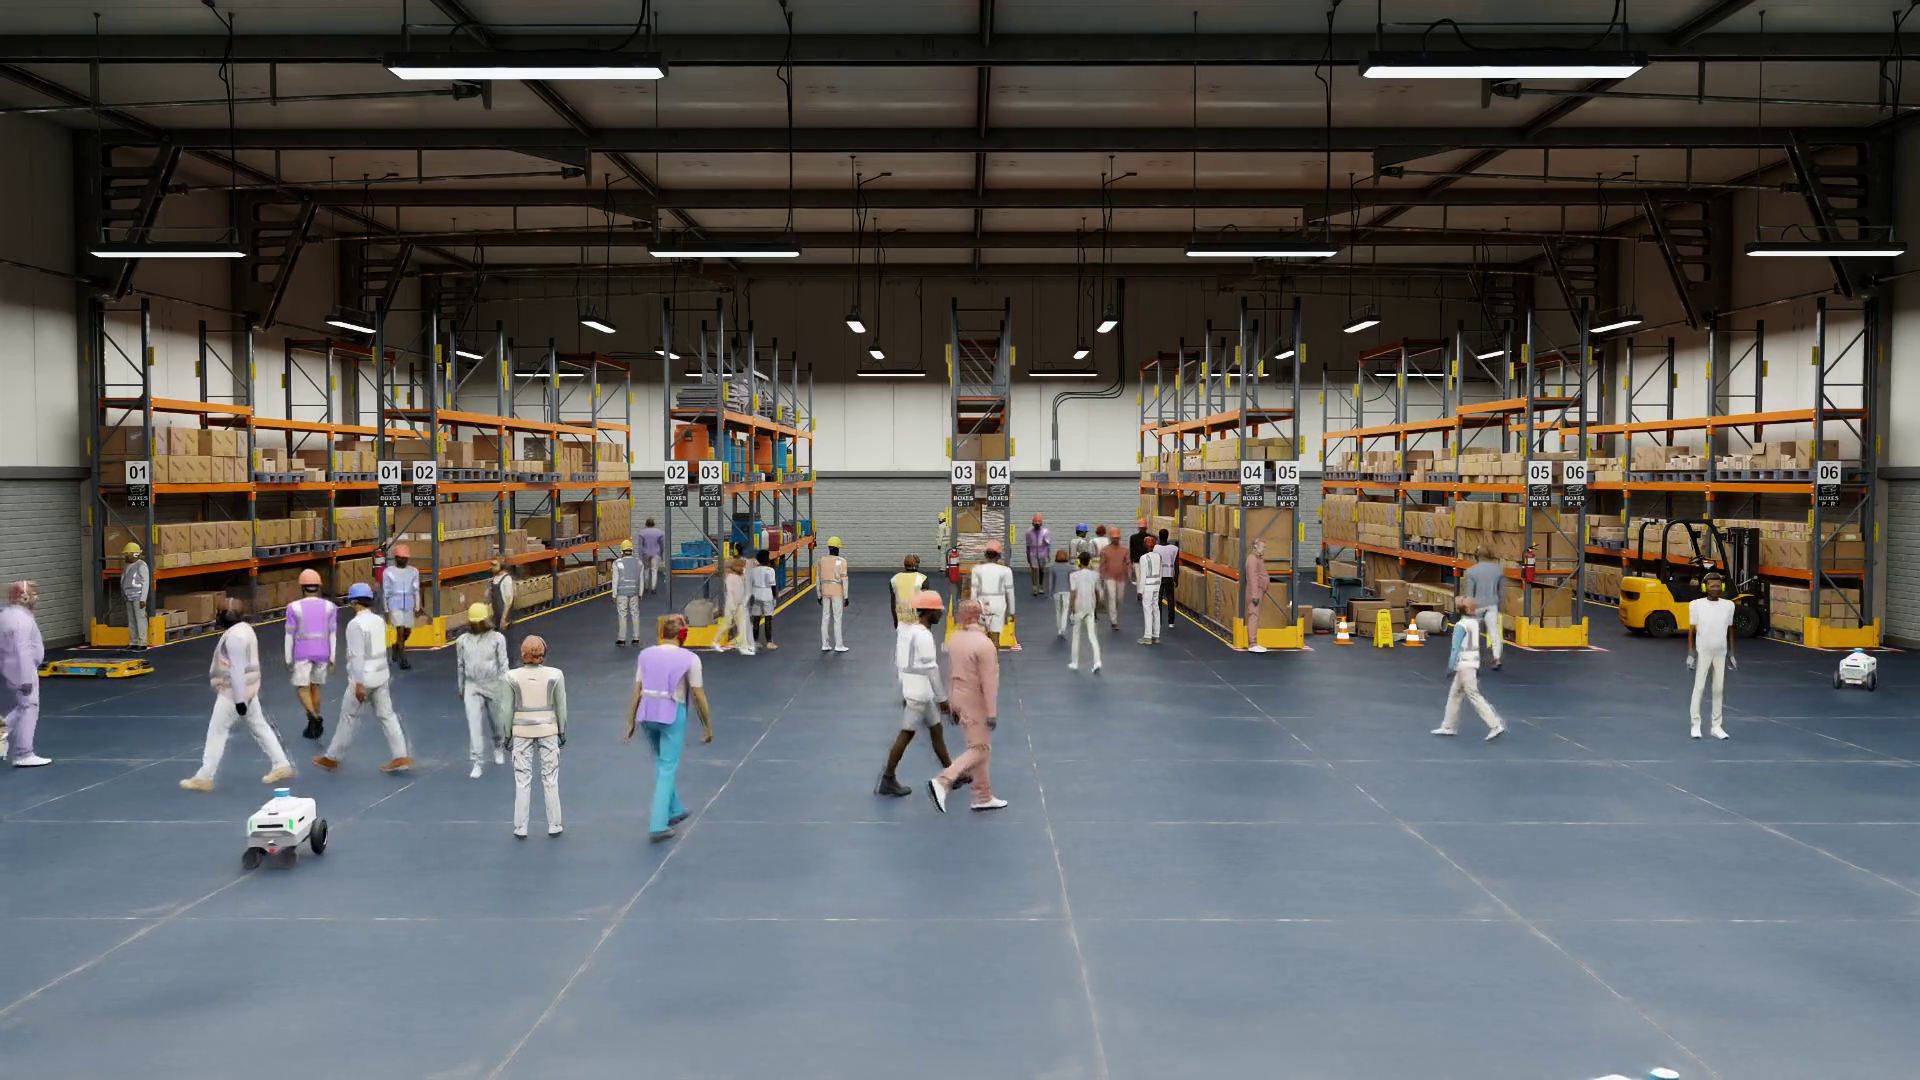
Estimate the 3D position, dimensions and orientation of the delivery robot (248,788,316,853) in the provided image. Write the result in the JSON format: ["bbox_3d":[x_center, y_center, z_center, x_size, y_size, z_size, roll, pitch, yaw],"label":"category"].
[{"bbox_3d":[-5.170,2.139,12.323,0.477,0.478,0.707,0,2,-8],"label":"delivery robot"}]

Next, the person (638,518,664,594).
[{"bbox_3d":[-7.727,0.397,40.373,0.634,1.898,1.005,0,2,-11],"label":"person"}]

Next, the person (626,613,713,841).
[{"bbox_3d":[-2.360,1.511,13.296,0.633,1.799,0.891,1,2,24],"label":"person"}]

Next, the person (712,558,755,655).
[{"bbox_3d":[-3.762,1.092,26.718,0.837,1.602,0.491,1,3,32],"label":"person"}]

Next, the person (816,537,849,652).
[{"bbox_3d":[-2.119,0.905,27.012,0.594,1.925,0.379,1,3,26],"label":"person"}]

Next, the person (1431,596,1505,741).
[{"bbox_3d":[5.703,1.422,18.046,0.838,1.606,0.515,2,3,34],"label":"person"}]

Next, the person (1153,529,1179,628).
[{"bbox_3d":[3.951,0.741,31.256,0.592,1.919,0.392,0,2,-4],"label":"person"}]

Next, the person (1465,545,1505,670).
[{"bbox_3d":[8.024,1.021,24.649,0.635,1.898,1.010,0,2,0],"label":"person"}]

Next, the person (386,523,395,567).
[{"bbox_3d":[-12.203,0.588,34.774,0.611,1.944,0.794,0,2,9],"label":"person"}]

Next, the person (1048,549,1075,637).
[{"bbox_3d":[1.861,0.963,29.567,0.503,1.605,0.801,0,2,10],"label":"person"}]

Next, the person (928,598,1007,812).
[{"bbox_3d":[0.073,1.445,14.053,0.772,1.880,0.646,-1,3,-27],"label":"person"}]

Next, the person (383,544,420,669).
[{"bbox_3d":[-8.618,1.004,24.850,0.542,1.914,0.790,-2,3,-36],"label":"person"}]

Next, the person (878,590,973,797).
[{"bbox_3d":[-0.305,1.408,14.869,0.981,1.883,0.558,0,2,-7],"label":"person"}]

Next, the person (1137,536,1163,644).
[{"bbox_3d":[3.320,0.877,28.294,0.356,1.883,0.574,2,3,43],"label":"person"}]

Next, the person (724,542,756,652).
[{"bbox_3d":[-3.690,0.948,26.954,0.638,1.839,0.521,1,2,15],"label":"person"}]

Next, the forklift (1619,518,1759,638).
[{"bbox_3d":[13.417,0.684,29.791,2.313,2.155,1.214,0,2,0],"label":"forklift"}]

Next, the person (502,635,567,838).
[{"bbox_3d":[-3.461,1.597,13.145,0.514,1.641,0.309,-1,2,-15],"label":"person"}]

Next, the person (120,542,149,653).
[{"bbox_3d":[-13.761,0.955,26.913,0.591,1.834,0.404,2,3,35],"label":"person"}]

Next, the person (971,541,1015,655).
[{"bbox_3d":[0.492,1.010,23.706,0.637,1.983,1.060,0,2,11],"label":"person"}]

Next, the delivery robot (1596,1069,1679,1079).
[{"bbox_3d":[2.823,2.372,6.471,0.477,0.478,0.707,-1,2,-29],"label":"delivery robot"}]

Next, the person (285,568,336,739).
[{"bbox_3d":[-7.203,1.273,17.955,0.548,1.916,0.745,-2,3,-38],"label":"person"}]

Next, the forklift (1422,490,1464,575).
[{"bbox_3d":[13.926,-0.371,47.846,1.873,2.768,1.129,0,2,0],"label":"forklift"}]

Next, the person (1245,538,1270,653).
[{"bbox_3d":[4.966,0.921,26.964,0.406,1.901,0.639,1,2,13],"label":"person"}]

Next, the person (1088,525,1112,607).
[{"bbox_3d":[3.169,0.580,36.242,0.585,1.852,0.926,0,2,-9],"label":"person"}]

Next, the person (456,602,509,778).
[{"bbox_3d":[-4.734,1.450,16.075,0.508,1.711,0.821,0,2,-8],"label":"person"}]

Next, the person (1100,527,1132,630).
[{"bbox_3d":[2.987,0.723,31.227,0.615,1.970,0.868,0,2,-12],"label":"person"}]

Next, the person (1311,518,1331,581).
[{"bbox_3d":[9.953,0.213,44.549,0.677,1.915,0.582,0,2,-4],"label":"person"}]

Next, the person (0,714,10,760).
[{"bbox_3d":[-4.769,1.704,7.363,0.799,1.900,0.642,-2,3,-38],"label":"person"}]

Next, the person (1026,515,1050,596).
[{"bbox_3d":[1.940,0.371,39.954,0.626,1.993,1.055,0,2,6],"label":"person"}]

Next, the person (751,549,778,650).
[{"bbox_3d":[-3.320,1.008,27.257,0.530,1.697,0.321,1,3,27],"label":"person"}]

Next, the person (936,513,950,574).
[{"bbox_3d":[-0.520,0.095,48.585,0.403,1.830,0.600,1,3,25],"label":"person"}]

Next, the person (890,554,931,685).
[{"bbox_3d":[-0.671,1.118,22.730,0.626,1.844,0.429,1,3,25],"label":"person"}]

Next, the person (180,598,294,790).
[{"bbox_3d":[-6.813,1.438,15.282,0.963,1.805,0.615,0,2,-11],"label":"person"}]

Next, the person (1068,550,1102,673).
[{"bbox_3d":[1.893,1.067,24.267,0.542,1.834,0.948,-1,2,-16],"label":"person"}]

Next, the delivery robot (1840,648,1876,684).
[{"bbox_3d":[12.424,1.742,22.332,0.477,0.478,0.707,2,3,40],"label":"delivery robot"}]

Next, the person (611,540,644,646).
[{"bbox_3d":[-5.759,0.915,27.925,0.600,1.831,0.404,-2,3,-37],"label":"person"}]

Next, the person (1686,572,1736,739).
[{"bbox_3d":[8.436,1.287,18.122,0.534,1.868,0.310,0,2,5],"label":"person"}]

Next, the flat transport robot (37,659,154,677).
[{"bbox_3d":[-12.712,1.872,23.732,1.431,0.197,0.652,0,2,8],"label":"flat transport robot"}]

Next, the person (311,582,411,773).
[{"bbox_3d":[-5.889,1.365,15.981,1.038,1.882,0.631,0,2,11],"label":"person"}]

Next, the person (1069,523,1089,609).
[{"bbox_3d":[2.522,0.614,34.132,0.403,1.944,0.605,-1,3,-28],"label":"person"}]

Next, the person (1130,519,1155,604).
[{"bbox_3d":[4.221,0.482,37.292,0.622,1.966,0.929,0,2,2],"label":"person"}]

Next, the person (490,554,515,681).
[{"bbox_3d":[-6.611,1.109,23.072,0.551,1.826,0.558,-2,3,-40],"label":"person"}]

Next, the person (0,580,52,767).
[{"bbox_3d":[-9.504,1.349,16.291,0.489,1.887,0.667,-2,3,-45],"label":"person"}]
